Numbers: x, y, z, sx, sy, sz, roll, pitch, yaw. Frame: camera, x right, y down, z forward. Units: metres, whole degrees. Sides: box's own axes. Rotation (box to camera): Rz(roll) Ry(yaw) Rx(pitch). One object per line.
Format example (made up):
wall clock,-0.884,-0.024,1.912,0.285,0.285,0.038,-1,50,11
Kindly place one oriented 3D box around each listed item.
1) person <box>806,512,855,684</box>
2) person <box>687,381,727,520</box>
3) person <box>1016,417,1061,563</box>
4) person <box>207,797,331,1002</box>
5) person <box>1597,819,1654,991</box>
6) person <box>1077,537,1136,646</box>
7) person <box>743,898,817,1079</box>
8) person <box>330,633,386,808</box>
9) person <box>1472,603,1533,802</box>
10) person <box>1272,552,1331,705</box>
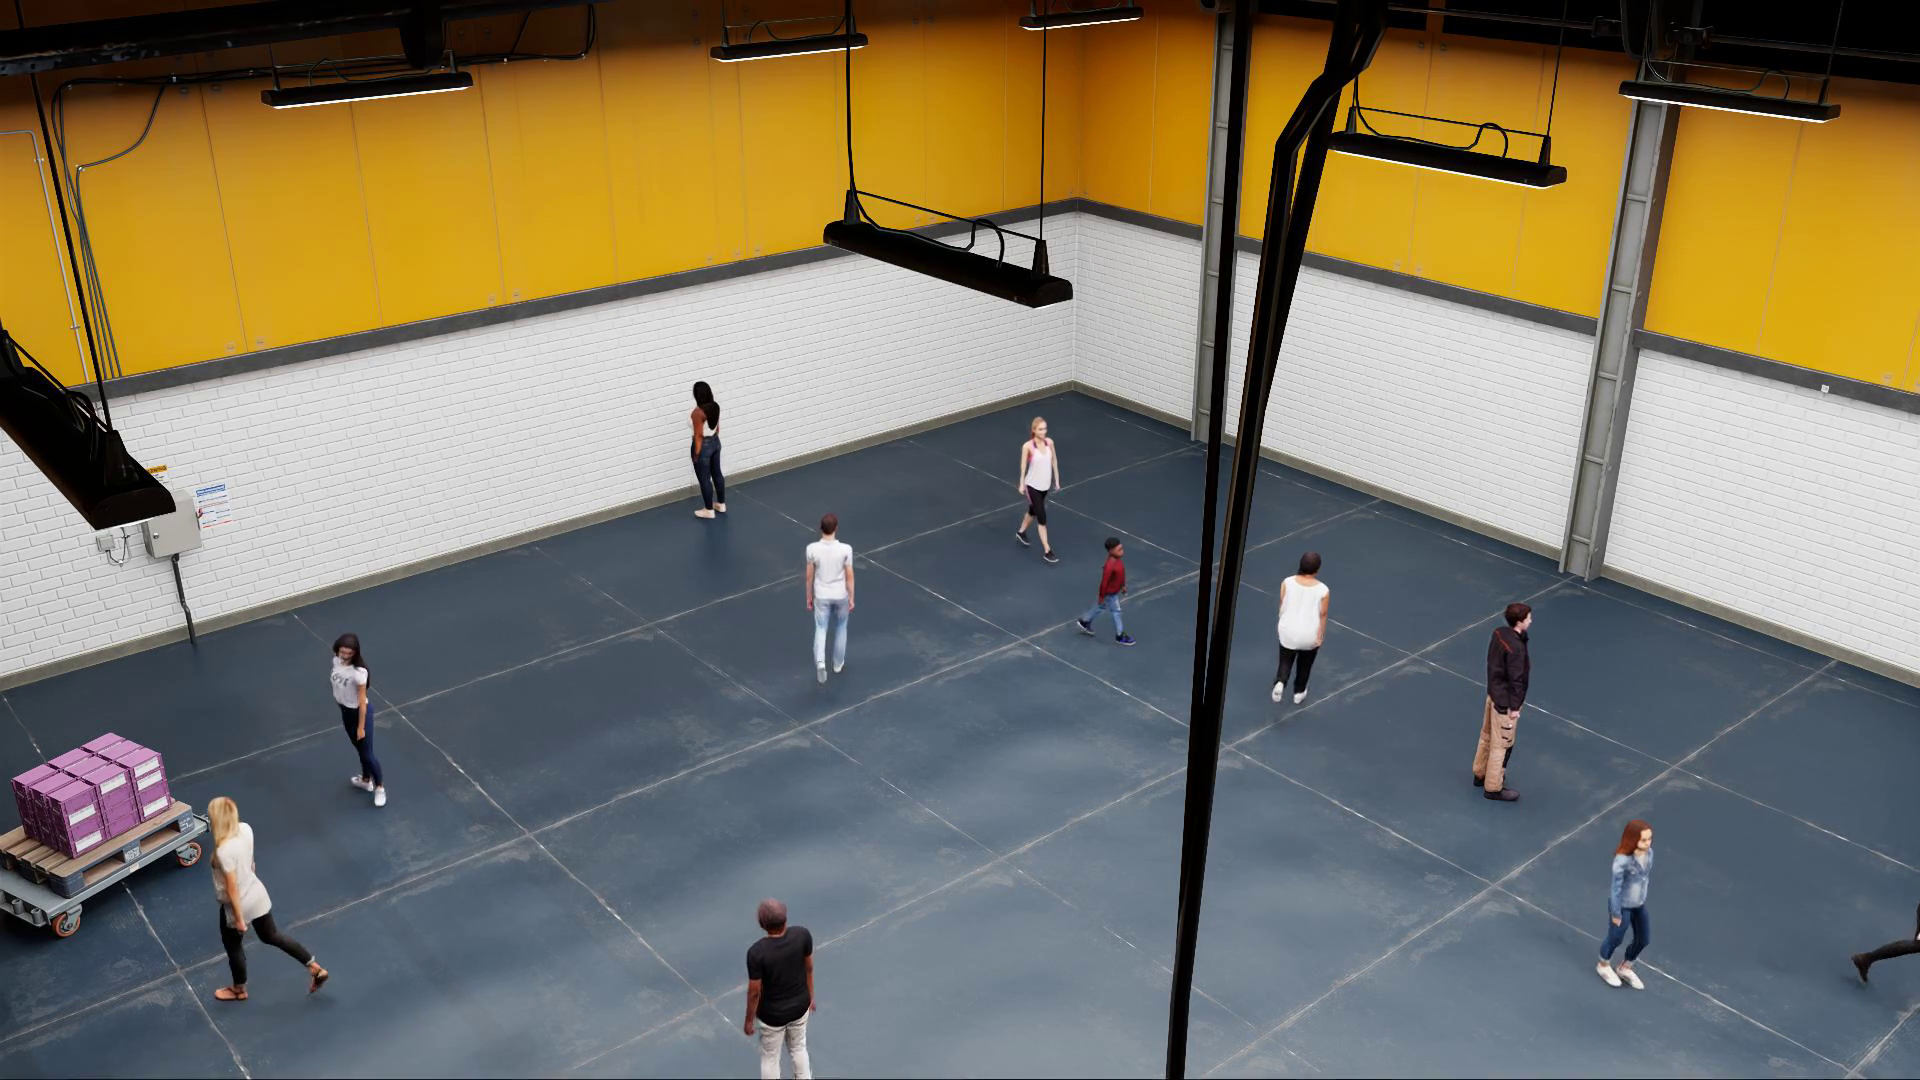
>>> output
person,-1.343,0.628,17.194,1.036,1.832,1.120,1,24,2
person,-3.238,-1.169,21.336,0.712,1.808,0.721,13,27,28
person,0.903,-0.664,20.264,0.742,1.740,1.177,-13,27,-27
person,-5.251,2.717,12.455,1.155,1.801,1.120,1,24,3
person,5.070,2.759,12.781,0.637,1.462,0.638,-13,27,-27
person,1.572,0.533,18.158,0.954,1.235,0.811,6,24,13
person,-1.215,3.207,11.334,0.710,1.801,0.670,-13,27,-28
person,-5.498,1.570,15.139,0.867,1.753,0.530,-16,28,-32
person,4.976,1.446,15.208,0.852,1.924,0.746,-2,24,-4
person,3.404,0.925,16.715,0.879,1.672,0.897,11,26,24
